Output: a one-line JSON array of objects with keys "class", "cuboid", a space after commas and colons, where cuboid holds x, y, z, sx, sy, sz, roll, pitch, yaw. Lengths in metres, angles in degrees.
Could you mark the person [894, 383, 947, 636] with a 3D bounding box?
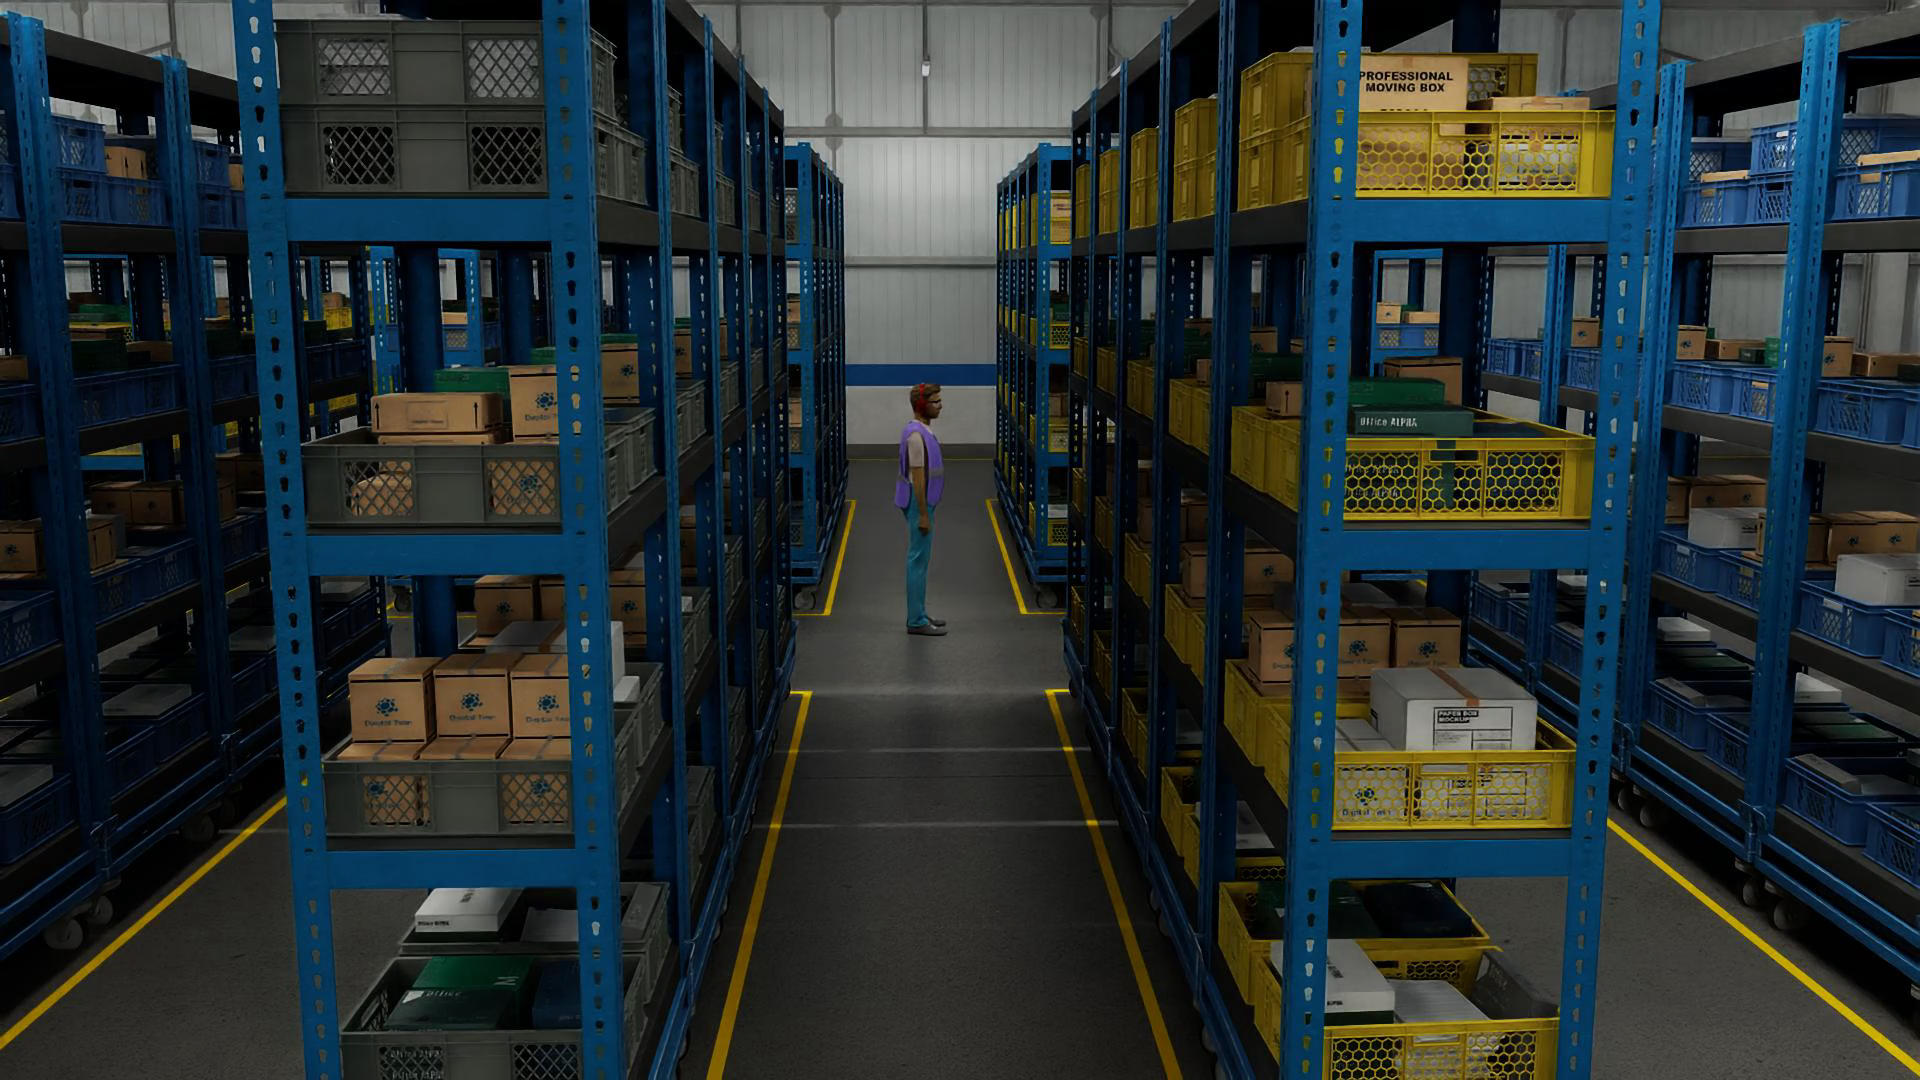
[{"class": "person", "cuboid": [-0.289, -0.229, 12.177, 0.389, 1.846, 0.567, 0, 9, 0]}]
